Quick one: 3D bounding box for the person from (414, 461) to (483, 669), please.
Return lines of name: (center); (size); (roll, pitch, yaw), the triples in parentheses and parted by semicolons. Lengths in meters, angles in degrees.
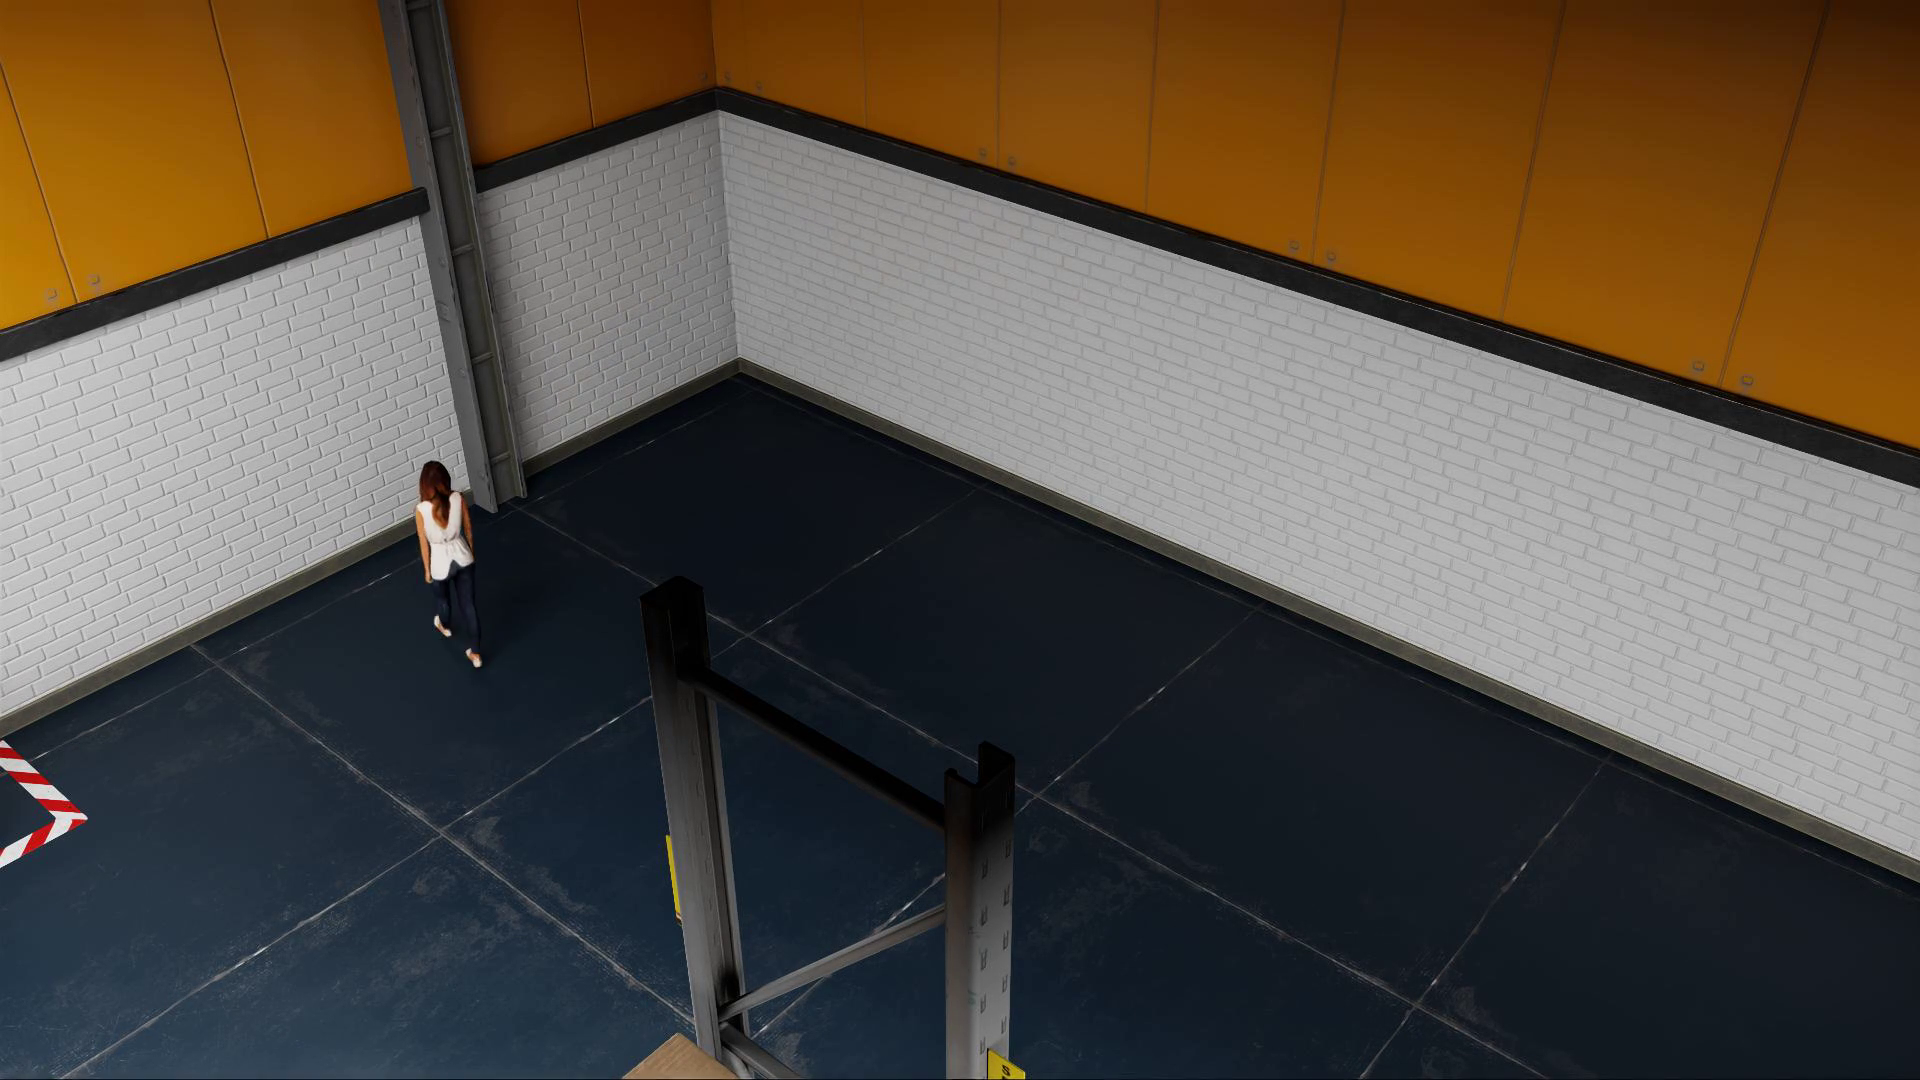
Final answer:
person: (-3.895, 0.235, 12.853); (0.982, 1.755, 0.826); (-22, 39, -29)
